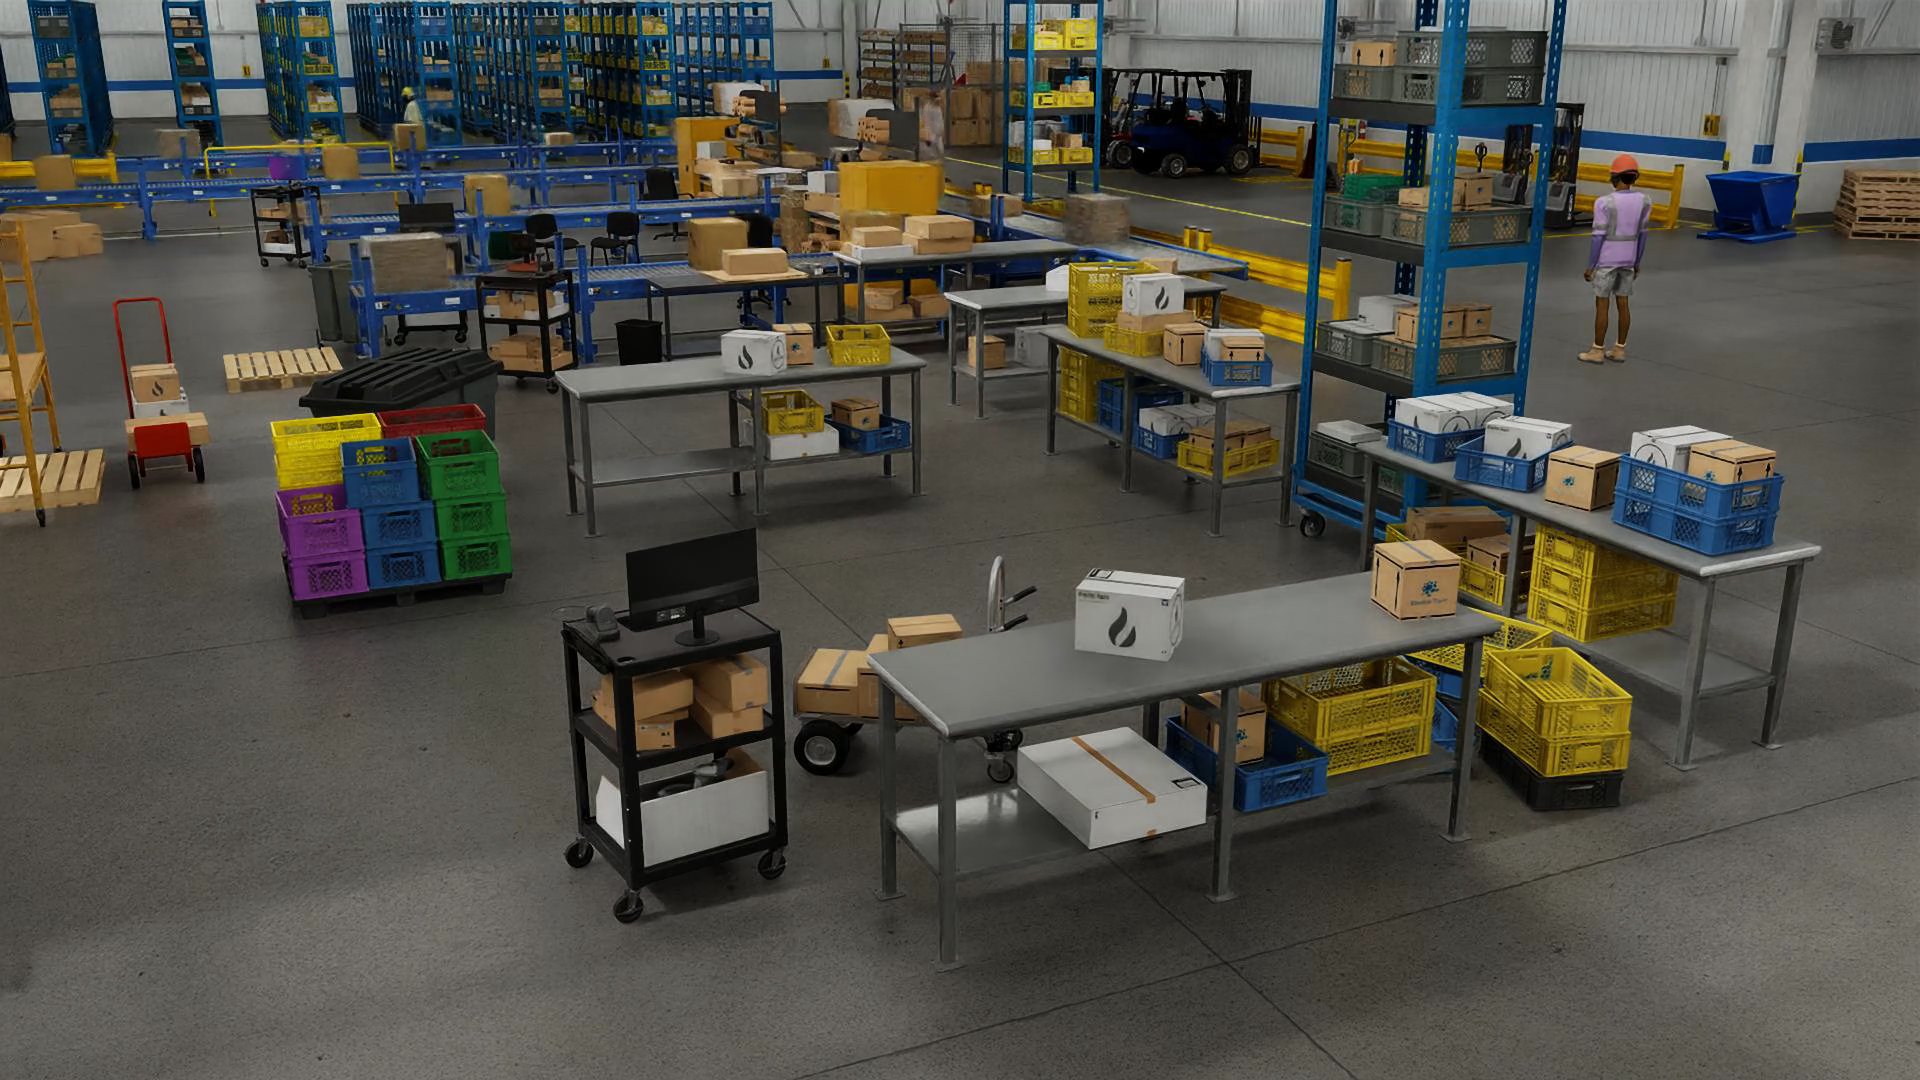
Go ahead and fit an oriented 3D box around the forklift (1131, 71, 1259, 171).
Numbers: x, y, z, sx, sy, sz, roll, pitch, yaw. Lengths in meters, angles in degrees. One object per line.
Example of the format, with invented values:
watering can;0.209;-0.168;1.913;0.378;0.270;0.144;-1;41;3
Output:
forklift;4.998;-8.936;35.413;2.680;1.987;1.157;-9;20;-25

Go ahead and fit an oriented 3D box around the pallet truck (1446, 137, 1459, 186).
pallet truck;9.184;-6.485;29.328;1.630;1.274;0.653;-8;19;-23

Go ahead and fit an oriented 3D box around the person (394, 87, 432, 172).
person;-12.031;-8.952;36.301;0.886;1.789;0.618;-5;18;-15

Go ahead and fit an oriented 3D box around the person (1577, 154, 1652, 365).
person;6.422;-2.746;16.343;0.607;2.044;0.379;-5;18;-14

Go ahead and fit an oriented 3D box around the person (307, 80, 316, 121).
person;-20.184;-13.777;51.418;0.568;1.840;0.374;-6;19;-19

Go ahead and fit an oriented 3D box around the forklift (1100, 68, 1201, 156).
forklift;4.082;-9.564;37.410;2.680;1.987;1.157;-8;19;-23

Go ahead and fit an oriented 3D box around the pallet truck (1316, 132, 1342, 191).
pallet truck;7.723;-7.504;32.656;1.601;1.201;0.680;-8;19;-23

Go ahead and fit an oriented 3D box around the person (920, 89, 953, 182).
person;-0.632;-8.257;33.993;0.890;1.877;0.656;7;19;21

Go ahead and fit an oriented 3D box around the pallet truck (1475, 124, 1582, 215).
pallet truck;9.707;-6.455;28.103;1.885;1.965;0.823;-7;19;-20

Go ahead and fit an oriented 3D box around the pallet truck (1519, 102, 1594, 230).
pallet truck;9.972;-6.037;26.785;1.885;1.965;0.823;-9;20;-25

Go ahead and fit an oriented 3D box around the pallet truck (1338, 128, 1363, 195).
pallet truck;7.845;-7.140;31.411;1.522;1.261;0.704;-9;20;-25
